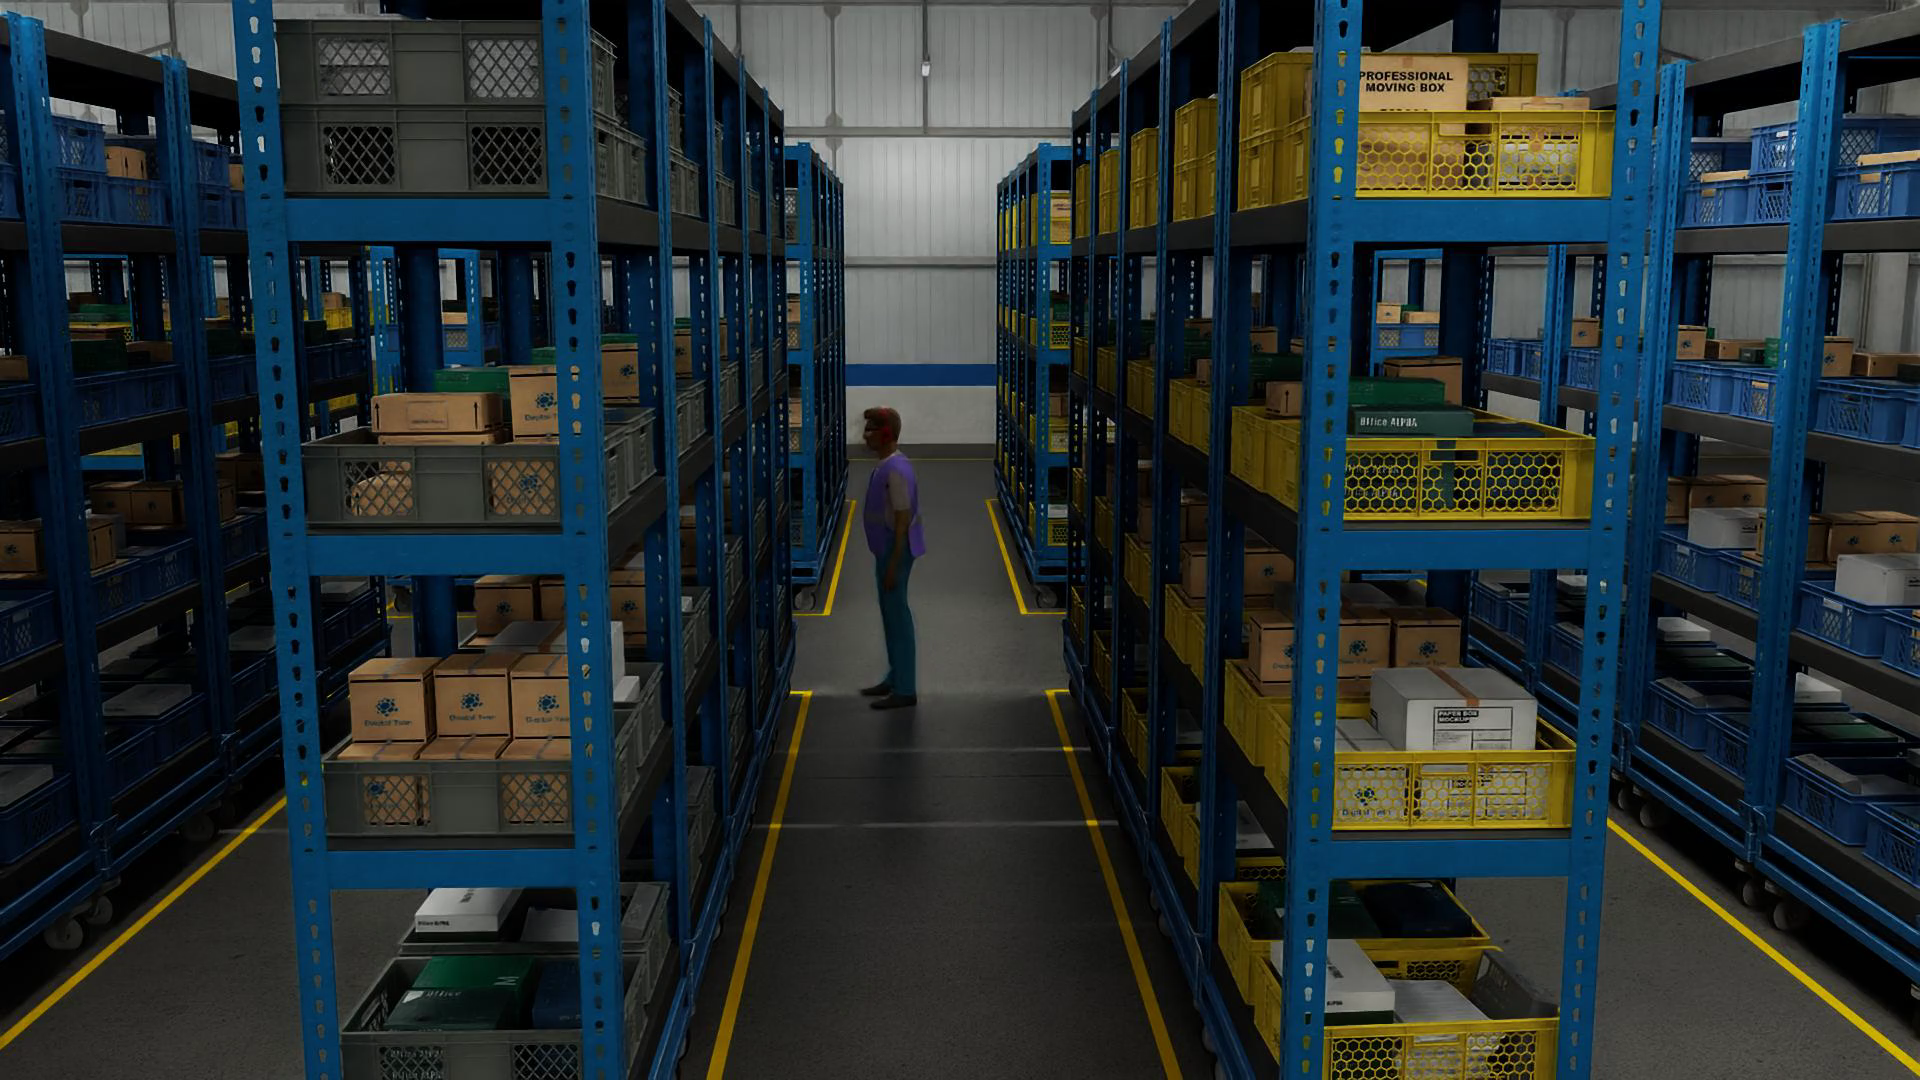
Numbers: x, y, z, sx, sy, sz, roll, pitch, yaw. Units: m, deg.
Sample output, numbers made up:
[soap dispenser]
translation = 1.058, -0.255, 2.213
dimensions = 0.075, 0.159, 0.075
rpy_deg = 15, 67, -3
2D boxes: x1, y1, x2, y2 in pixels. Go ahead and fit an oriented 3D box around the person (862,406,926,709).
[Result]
[person]
translation = -0.404, 0.103, 10.167
dimensions = 0.372, 1.843, 0.571
rpy_deg = -2, 9, -9
